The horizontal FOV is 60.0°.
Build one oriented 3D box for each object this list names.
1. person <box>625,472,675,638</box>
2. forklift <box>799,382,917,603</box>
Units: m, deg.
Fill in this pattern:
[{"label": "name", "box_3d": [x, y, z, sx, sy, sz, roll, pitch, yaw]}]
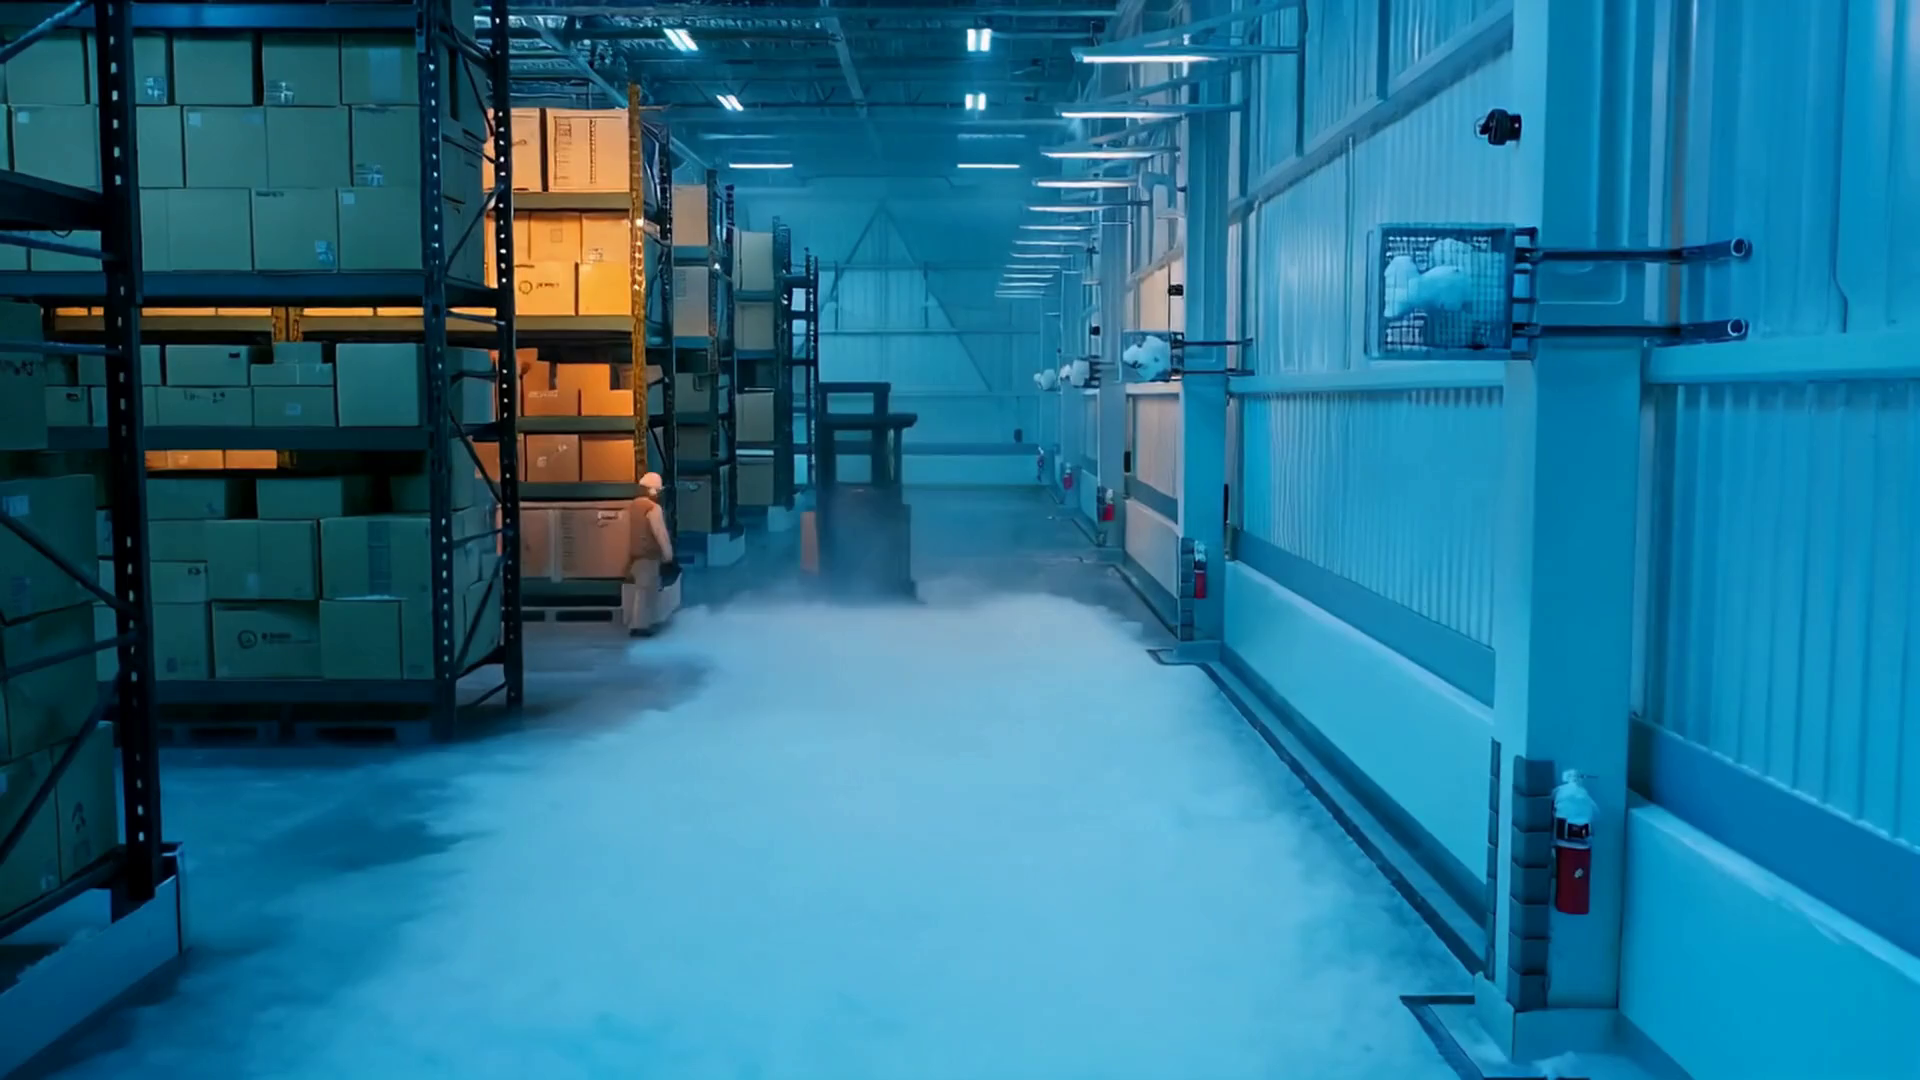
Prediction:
[{"label": "person", "box_3d": [-3.359, 0.165, 18.190, 0.707, 1.795, 0.629, -3, 6, -35]}, {"label": "forklift", "box_3d": [-1.398, -0.676, 21.791, 1.129, 2.768, 1.873, -2, 5, -20]}]
